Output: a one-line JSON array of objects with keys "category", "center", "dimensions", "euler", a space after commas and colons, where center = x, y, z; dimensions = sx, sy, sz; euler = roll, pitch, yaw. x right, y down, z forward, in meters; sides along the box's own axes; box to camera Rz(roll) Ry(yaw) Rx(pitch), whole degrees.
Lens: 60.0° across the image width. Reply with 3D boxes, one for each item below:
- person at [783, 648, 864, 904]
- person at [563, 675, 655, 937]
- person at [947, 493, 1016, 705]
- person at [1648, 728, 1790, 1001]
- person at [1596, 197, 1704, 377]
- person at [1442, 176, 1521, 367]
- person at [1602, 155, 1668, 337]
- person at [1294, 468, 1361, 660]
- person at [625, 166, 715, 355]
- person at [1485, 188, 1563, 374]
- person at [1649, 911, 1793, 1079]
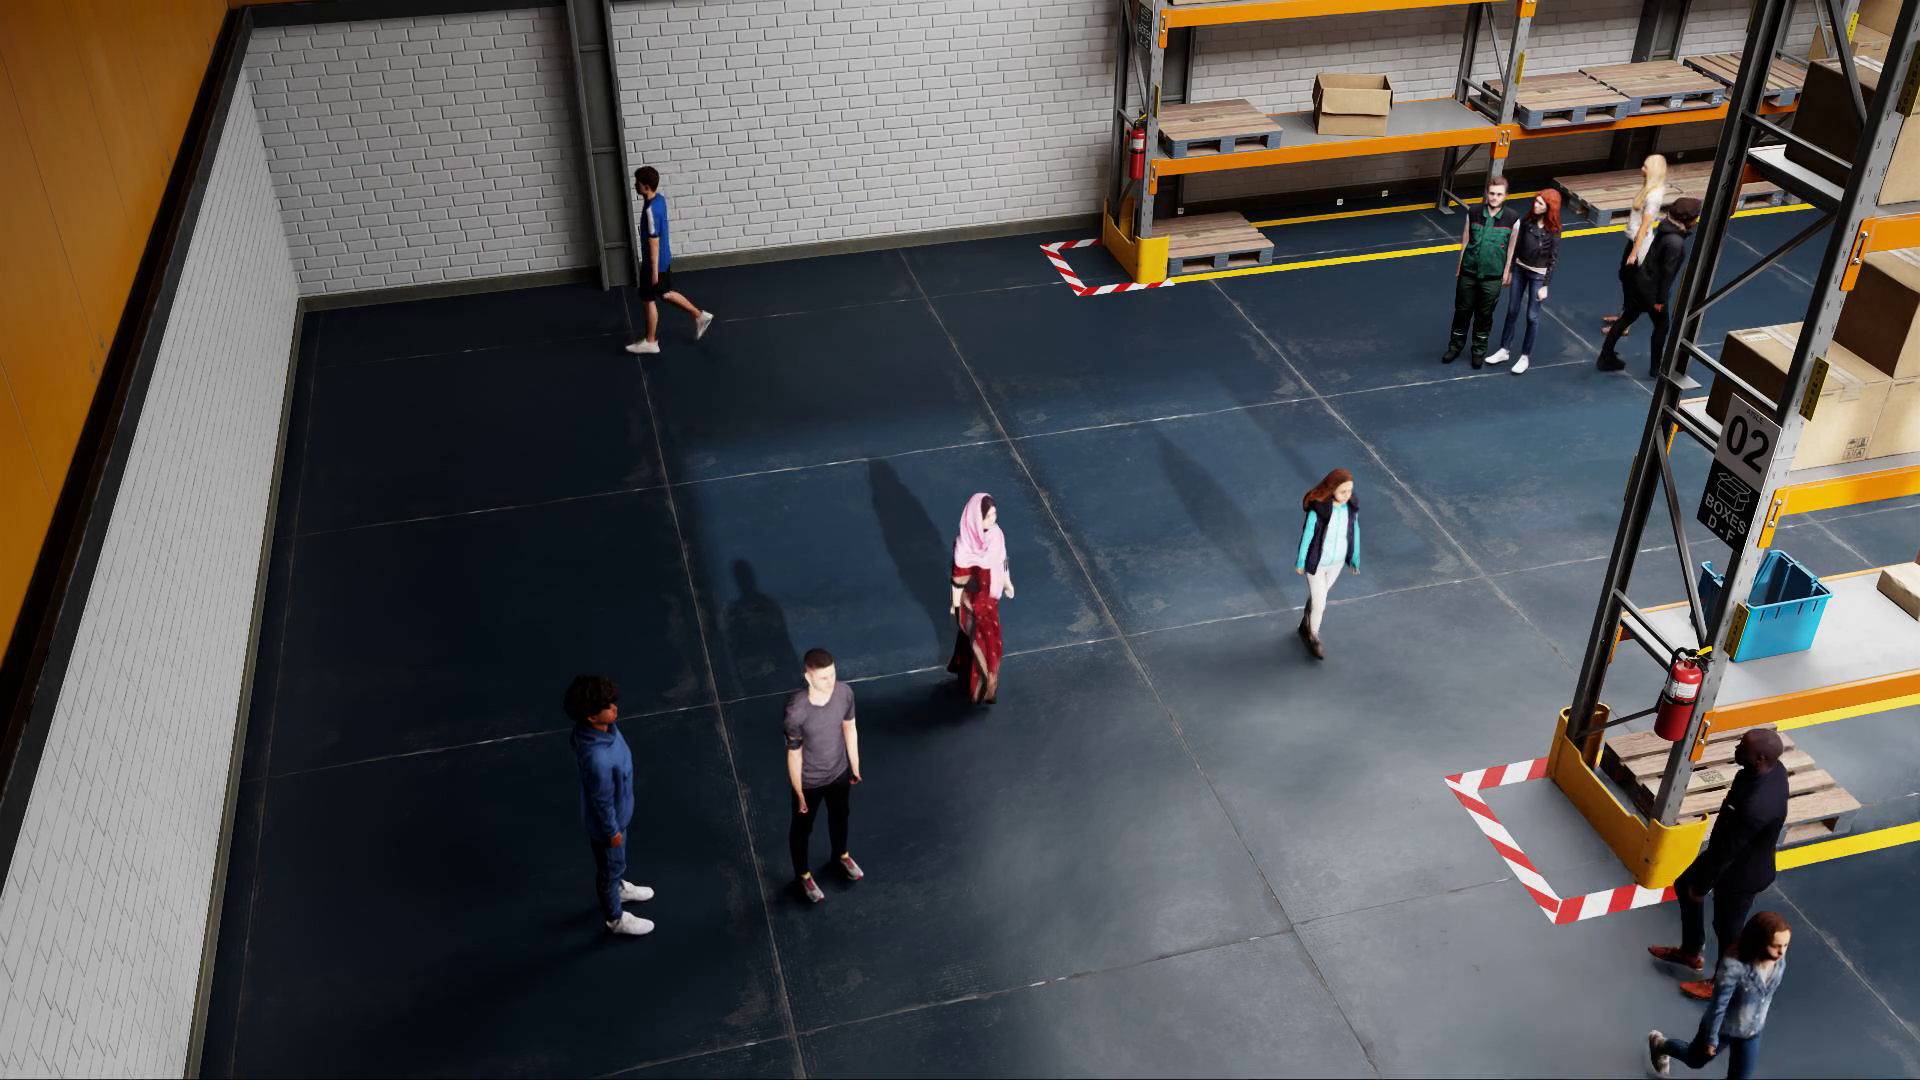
[{"category": "person", "center": [-0.818, 1.350, 9.742], "dimensions": [0.607, 1.761, 0.761], "euler": [-22, 39, -29]}, {"category": "person", "center": [-2.015, 1.500, 9.471], "dimensions": [0.603, 1.811, 0.699], "euler": [-4, 34, -6]}, {"category": "person", "center": [0.051, 0.334, 11.379], "dimensions": [0.894, 1.642, 0.834], "euler": [17, 37, 24]}, {"category": "person", "center": [4.298, 1.805, 9.025], "dimensions": [0.903, 1.797, 0.867], "euler": [9, 35, 14]}, {"category": "person", "center": [6.277, -2.300, 15.267], "dimensions": [1.036, 1.723, 0.805], "euler": [0, 34, 0]}, {"category": "person", "center": [4.860, -2.504, 15.468], "dimensions": [0.729, 1.842, 0.808], "euler": [14, 36, 20]}, {"category": "person", "center": [6.550, -2.832, 15.975], "dimensions": [0.699, 1.825, 0.697], "euler": [10, 35, 14]}, {"category": "person", "center": [2.563, 0.095, 11.877], "dimensions": [0.669, 1.489, 0.703], "euler": [-13, 36, -19]}, {"category": "person", "center": [-2.784, -2.622, 15.644], "dimensions": [1.139, 1.842, 0.775], "euler": [-4, 34, -6]}, {"category": "person", "center": [5.274, -2.410, 15.374], "dimensions": [0.670, 1.789, 0.657], "euler": [-26, 41, -33]}, {"category": "person", "center": [3.858, 2.403, 8.436], "dimensions": [0.873, 1.453, 0.612], "euler": [-9, 35, -13]}]
